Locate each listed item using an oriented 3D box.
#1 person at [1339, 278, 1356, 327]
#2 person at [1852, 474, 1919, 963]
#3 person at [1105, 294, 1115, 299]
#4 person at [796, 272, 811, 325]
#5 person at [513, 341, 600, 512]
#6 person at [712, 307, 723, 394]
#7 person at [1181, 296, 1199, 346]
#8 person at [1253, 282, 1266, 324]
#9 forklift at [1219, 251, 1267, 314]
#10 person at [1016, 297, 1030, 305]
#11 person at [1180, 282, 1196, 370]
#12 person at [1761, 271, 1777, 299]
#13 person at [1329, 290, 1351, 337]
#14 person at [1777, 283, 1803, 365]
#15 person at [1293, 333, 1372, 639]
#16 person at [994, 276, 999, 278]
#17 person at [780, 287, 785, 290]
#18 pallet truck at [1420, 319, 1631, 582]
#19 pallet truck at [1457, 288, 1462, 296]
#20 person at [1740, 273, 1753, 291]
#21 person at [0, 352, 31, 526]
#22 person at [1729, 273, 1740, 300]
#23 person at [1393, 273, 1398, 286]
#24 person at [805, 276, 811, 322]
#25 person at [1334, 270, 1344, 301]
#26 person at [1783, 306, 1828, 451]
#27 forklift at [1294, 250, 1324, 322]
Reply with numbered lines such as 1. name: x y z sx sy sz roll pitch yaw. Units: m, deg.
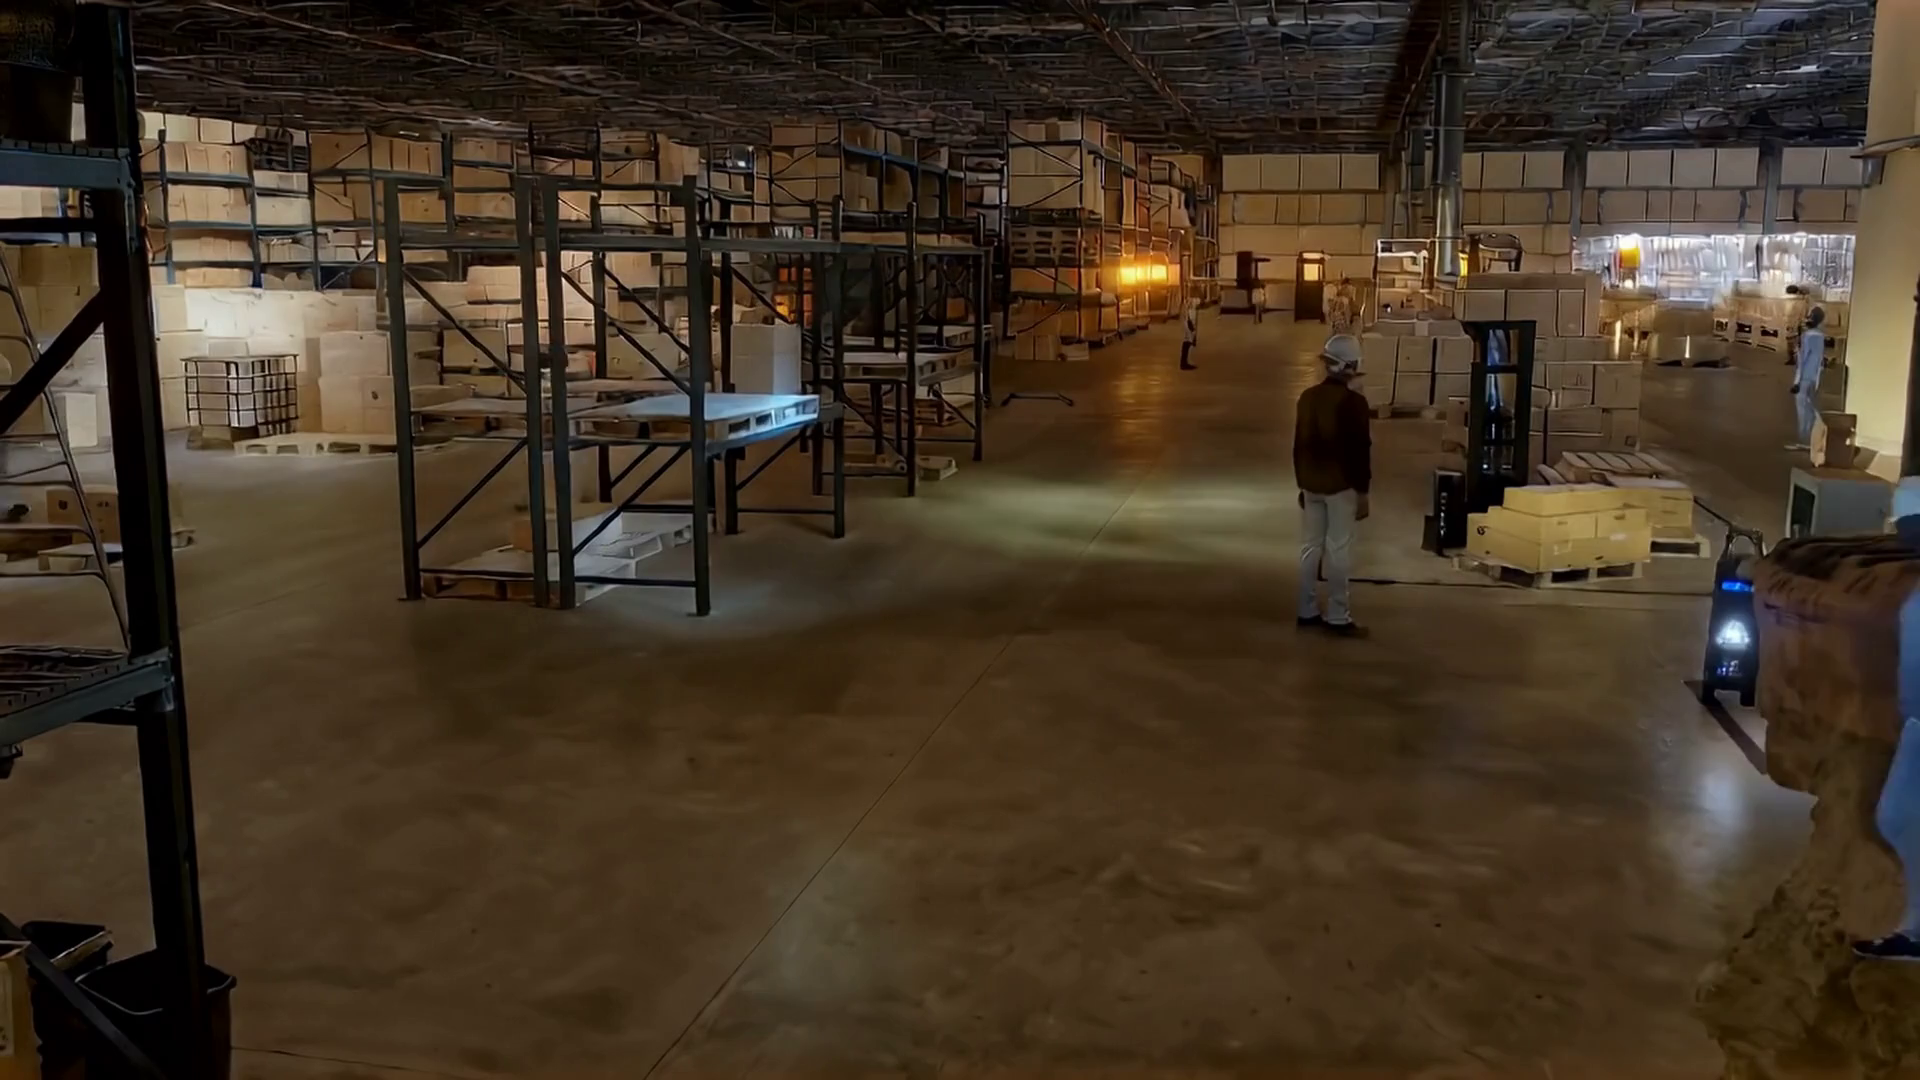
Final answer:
1. person: 14.107 -8.651 60.621 0.599 1.808 0.811 2 10 9
2. person: 3.391 0.644 5.784 0.417 1.729 0.573 4 10 22
3. person: 8.295 -14.159 92.961 0.879 1.912 0.552 0 10 1
4. person: -5.850 -9.045 62.333 0.819 2.008 0.624 -3 10 -16
5. person: -3.969 -1.107 16.273 0.908 1.695 0.485 0 10 -2
6. person: -3.163 -2.172 22.130 0.351 1.847 0.507 0 10 2
7. person: 6.597 -6.410 47.657 0.535 1.698 0.318 7 12 36
8. person: 11.517 -9.100 63.916 0.505 1.589 0.860 4 10 21
9. forklift: 12.617 -11.482 74.199 1.873 2.768 1.129 -3 10 -19
10. person: 2.366 -8.940 62.082 0.540 1.893 0.648 8 13 40
11. person: 5.097 -4.775 37.183 0.369 1.967 0.601 0 10 2
12. person: 36.552 -11.172 75.132 0.609 1.953 0.990 2 10 10
13. person: 9.989 -5.727 43.730 0.535 1.656 0.790 2 10 10
14. person: 19.472 -5.023 38.821 0.570 1.910 0.722 -1 10 -6
15. person: 2.466 -0.358 10.945 0.397 1.992 0.621 -6 11 -33
16. person: 1.950 -13.948 91.963 0.596 1.807 0.813 2 10 10
17. person: -6.700 -8.942 62.950 0.841 1.596 0.523 0 10 -2
18. pallet truck: 4.543 -0.757 13.299 0.823 1.965 1.885 -4 10 -22
19. pallet truck: 20.506 -9.785 68.819 0.653 1.274 1.630 2 10 12
20. person: 37.480 -11.823 79.341 0.601 1.817 0.634 1 10 6
21. person: -8.926 -1.071 15.466 0.667 1.901 0.683 1 10 9
22. person: 33.176 -10.505 71.315 0.444 1.896 0.639 7 12 34
23. person: 23.066 -13.256 88.104 0.497 1.737 0.344 -4 10 -21
24. person: -5.902 -9.528 65.718 0.566 1.831 0.580 2 10 11
25. person: 18.261 -12.000 80.067 0.601 1.940 0.414 -5 11 -29
26. person: 10.976 -2.089 21.550 0.518 1.876 0.326 -6 11 -30
27. forklift: 13.778 -10.002 65.433 1.129 2.768 1.873 2 10 12
